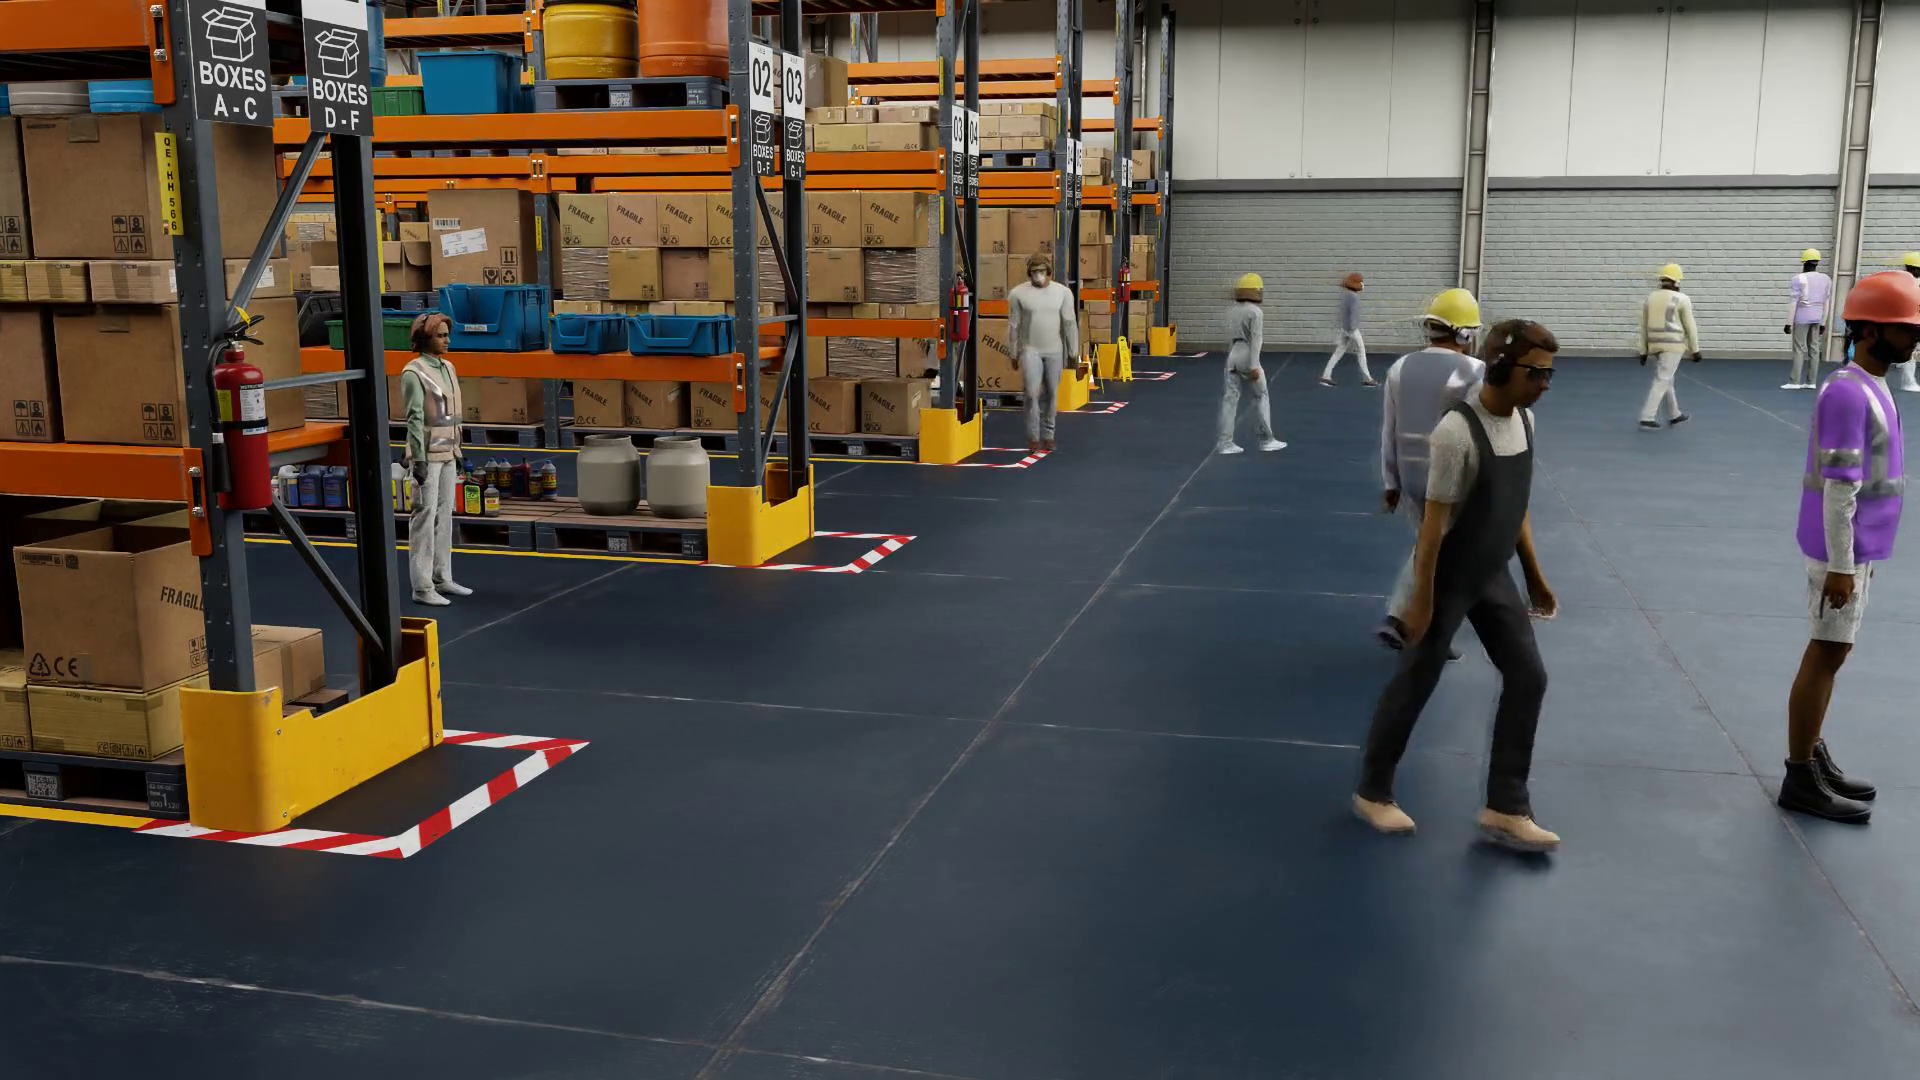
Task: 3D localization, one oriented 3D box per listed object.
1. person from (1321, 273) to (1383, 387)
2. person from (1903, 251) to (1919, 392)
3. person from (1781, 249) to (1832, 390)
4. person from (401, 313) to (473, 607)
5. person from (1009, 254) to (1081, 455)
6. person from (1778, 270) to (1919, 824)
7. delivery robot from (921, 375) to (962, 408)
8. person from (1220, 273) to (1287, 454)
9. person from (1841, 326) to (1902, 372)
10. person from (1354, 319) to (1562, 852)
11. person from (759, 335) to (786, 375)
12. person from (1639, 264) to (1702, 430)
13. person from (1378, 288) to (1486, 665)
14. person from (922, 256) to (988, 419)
[{"bbox_3d":[5.455,-2.925,23.194,0.850,1.587,0.514,0,10,-2],"label":"person"},{"bbox_3d":[12.788,-2.974,22.638,0.598,1.892,0.849,-8,13,-36],"label":"person"},{"bbox_3d":[11.586,-3.013,22.768,0.589,1.923,0.390,-2,10,-12],"label":"person"},{"bbox_3d":[-2.959,-0.456,9.376,0.311,1.638,0.521,1,10,8],"label":"person"},{"bbox_3d":[0.809,-1.772,15.911,0.676,1.900,0.777,-1,10,-4],"label":"person"},{"bbox_3d":[3.185,0.021,5.906,0.377,1.936,0.549,7,12,34],"label":"person"},{"bbox_3d":[-0.339,-1.729,19.174,0.707,0.478,0.477,3,11,16],"label":"delivery robot"},{"bbox_3d":[2.829,-1.691,15.980,0.784,1.709,0.512,-6,12,-29],"label":"person"},{"bbox_3d":[9.469,-1.878,17.190,0.831,1.655,0.550,-5,11,-27],"label":"person"},{"bbox_3d":[1.729,0.163,5.554,0.515,1.780,0.845,-8,13,-37],"label":"person"},{"bbox_3d":[-2.175,-2.122,18.506,0.557,1.662,0.408,-2,10,-10],"label":"person"},{"bbox_3d":[7.677,-2.074,17.959,0.894,1.789,0.597,-4,11,-21],"label":"person"},{"bbox_3d":[2.304,-0.285,7.937,0.420,1.813,0.597,-6,12,-31],"label":"person"},{"bbox_3d":[-0.184,-2.229,18.448,0.999,1.920,0.627,-2,10,-13],"label":"person"}]
